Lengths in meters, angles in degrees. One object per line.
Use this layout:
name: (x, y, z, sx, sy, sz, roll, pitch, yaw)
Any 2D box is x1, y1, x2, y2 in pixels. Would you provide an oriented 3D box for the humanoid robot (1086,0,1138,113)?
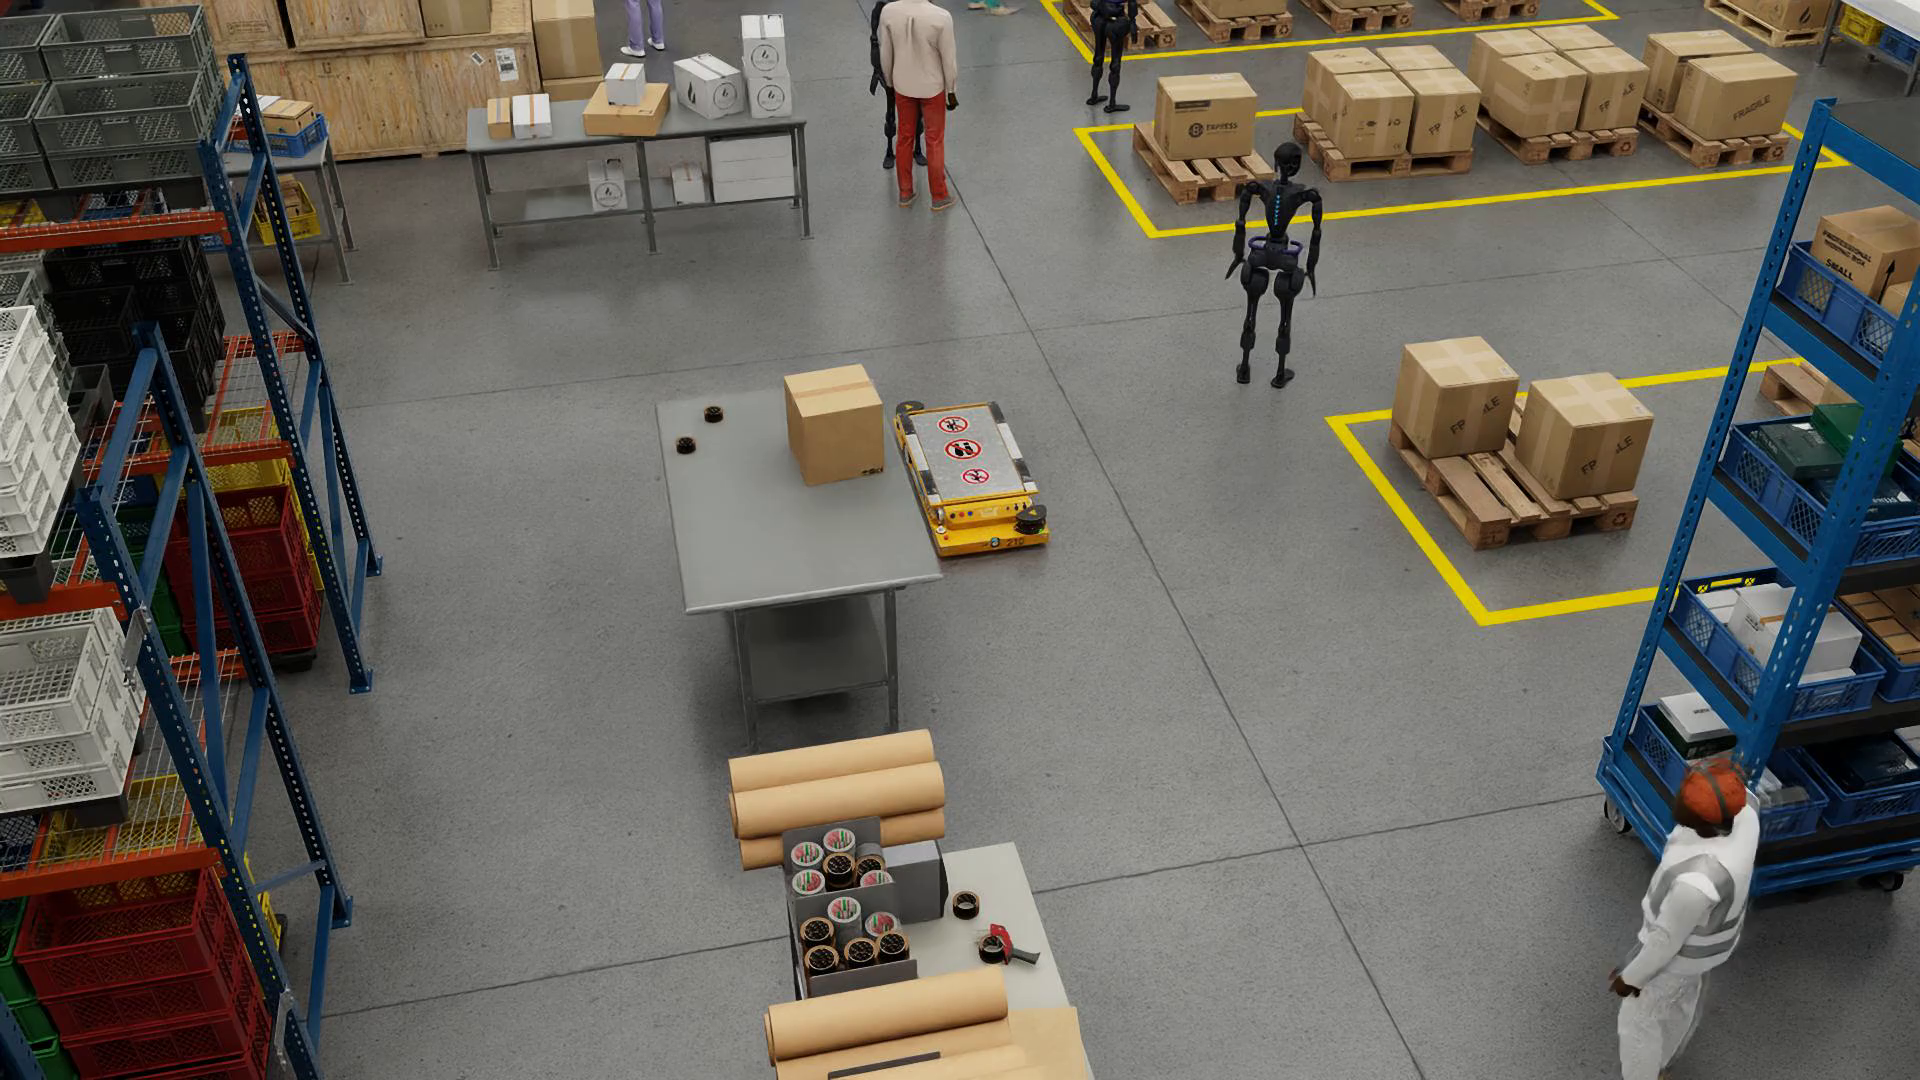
humanoid robot: (1.337, -4.611, 14.559, 0.324, 1.658, 0.601, -22, 42, -27)

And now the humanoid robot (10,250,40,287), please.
humanoid robot: (-5.382, -1.063, 9.842, 0.804, 1.618, 0.584, 4, 37, 5)

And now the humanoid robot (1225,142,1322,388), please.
humanoid robot: (2.019, -1.779, 10.756, 0.603, 1.653, 0.315, 12, 38, 16)

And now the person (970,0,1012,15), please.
person: (0.302, -6.126, 16.537, 0.339, 1.766, 0.529, -12, 38, -15)

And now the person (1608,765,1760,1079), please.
person: (2.725, 1.474, 6.253, 0.349, 1.855, 0.711, 26, 44, 31)

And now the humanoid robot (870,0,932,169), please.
humanoid robot: (-0.447, -3.846, 13.530, 0.591, 1.657, 0.326, -7, 37, -10)

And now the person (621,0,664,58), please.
person: (-3.061, -5.502, 15.559, 0.592, 1.925, 0.364, -31, 46, -34)

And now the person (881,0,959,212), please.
person: (-0.298, -3.505, 12.827, 0.608, 1.986, 0.387, 13, 39, 17)

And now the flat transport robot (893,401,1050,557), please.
flat transport robot: (0.046, -0.430, 10.108, 0.652, 0.197, 1.431, -8, 37, -10)
